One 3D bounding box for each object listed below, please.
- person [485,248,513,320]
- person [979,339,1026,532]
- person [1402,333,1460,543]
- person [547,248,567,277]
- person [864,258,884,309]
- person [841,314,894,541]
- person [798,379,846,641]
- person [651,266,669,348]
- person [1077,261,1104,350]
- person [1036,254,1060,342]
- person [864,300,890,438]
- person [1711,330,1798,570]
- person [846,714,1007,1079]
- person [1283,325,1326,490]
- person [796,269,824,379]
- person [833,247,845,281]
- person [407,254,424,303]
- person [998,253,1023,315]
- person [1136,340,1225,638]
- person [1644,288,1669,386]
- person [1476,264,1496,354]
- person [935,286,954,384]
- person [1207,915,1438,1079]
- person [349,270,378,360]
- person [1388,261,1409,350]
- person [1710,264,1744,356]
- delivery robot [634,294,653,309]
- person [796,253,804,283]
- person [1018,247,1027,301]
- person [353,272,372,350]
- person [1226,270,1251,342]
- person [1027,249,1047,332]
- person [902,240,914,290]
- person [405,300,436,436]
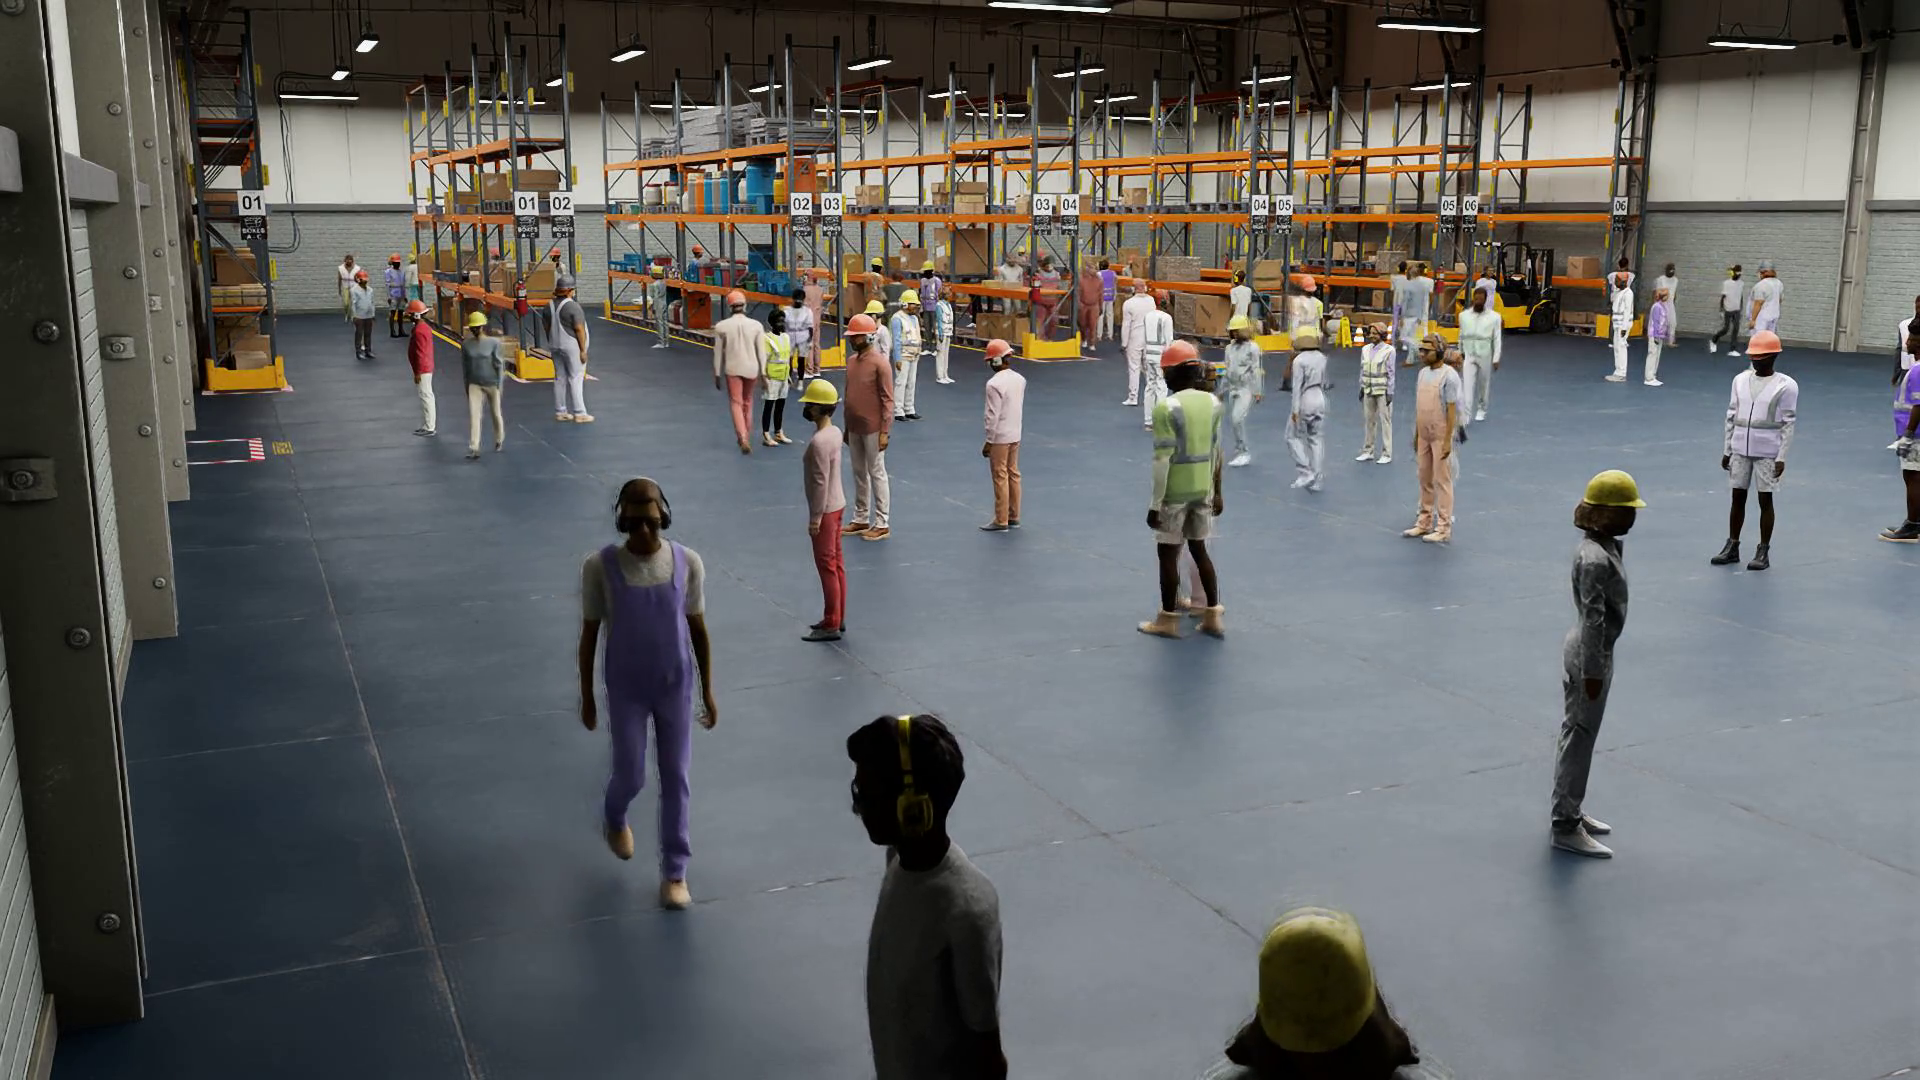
[{"bbox_3d":[-12.556,-6.928,45.042,1.107,1.930,0.621,7,13,33],"label":"person"},{"bbox_3d":[0.372,-0.949,15.103,0.333,1.745,0.559,7,13,30],"label":"person"},{"bbox_3d":[4.162,-0.899,14.624,0.339,1.839,0.505,-5,12,-22],"label":"person"},{"bbox_3d":[-9.713,-5.997,40.005,0.614,2.043,0.374,9,14,38],"label":"person"},{"bbox_3d":[-1.815,-5.081,35.669,0.392,1.917,0.589,-9,15,-40],"label":"person"},{"bbox_3d":[-0.840,-0.995,14.702,0.390,1.992,0.624,-9,14,-39],"label":"person"},{"bbox_3d":[-0.929,-0.202,11.249,0.296,1.772,0.533,1,11,7],"label":"person"},{"bbox_3d":[-6.453,-4.991,35.650,0.298,1.745,0.484,4,12,19],"label":"person"},{"bbox_3d":[2.724,-4.971,35.269,0.651,1.874,0.874,0,11,-2],"label":"person"},{"bbox_3d":[1.843,-5.069,35.291,0.698,2.000,0.542,-4,12,-19],"label":"person"},{"bbox_3d":[-1.078,-2.175,21.287,0.308,1.769,0.524,-7,13,-30],"label":"person"},{"bbox_3d":[6.446,-0.725,13.480,0.355,1.939,0.544,-9,14,-38],"label":"person"},{"bbox_3d":[-0.072,1.266,3.554,0.330,1.864,0.512,-4,12,-21],"label":"person"},{"bbox_3d":[3.608,-1.373,17.328,0.512,1.714,0.390,-7,13,-33],"label":"person"},{"bbox_3d":[-2.648,-3.774,29.054,0.409,1.909,0.643,5,12,23],"label":"person"},{"bbox_3d":[-3.623,-8.054,50.912,0.595,1.863,0.549,2,11,9],"label":"person"},{"bbox_3d":[-15.469,-7.279,47.375,0.507,1.718,0.565,8,14,34],"label":"person"},{"bbox_3d":[1.254,-6.097,40.892,0.659,1.892,0.417,-2,11,-10],"label":"person"},{"bbox_3d":[1.518,-0.316,11.238,0.625,2.033,0.624,-9,14,-38],"label":"person"},{"bbox_3d":[11.689,-3.405,27.892,0.313,1.632,0.522,7,13,32],"label":"person"},{"bbox_3d":[10.702,-4.686,33.845,0.514,1.845,0.339,-6,13,-27],"label":"person"},{"bbox_3d":[-0.268,-3.477,28.209,0.307,1.645,0.521,3,12,16],"label":"person"},{"bbox_3d":[0.646,1.450,2.962,0.506,1.720,0.445,2,11,10],"label":"person"},{"bbox_3d":[-11.769,-4.449,32.874,0.341,1.750,0.567,6,13,28],"label":"person"},{"bbox_3d":[9.301,-4.931,35.070,0.508,1.858,0.329,2,11,9],"label":"person"},{"bbox_3d":[15.611,-4.658,33.692,0.535,1.852,0.646,-4,12,-19],"label":"person"},{"bbox_3d":[-9.064,-6.873,48.007,0.477,0.478,0.707,9,14,37],"label":"delivery robot"},{"bbox_3d":[-5.023,-8.202,52.236,0.308,1.641,0.515,-3,11,-13],"label":"person"},{"bbox_3d":[2.018,-8.672,54.302,0.327,1.767,0.533,-2,11,-12],"label":"person"},{"bbox_3d":[-12.658,-4.840,35.148,0.314,1.642,0.515,0,11,-2],"label":"person"},{"bbox_3d":[4.979,-3.894,29.771,0.538,1.864,0.312,-8,14,-36],"label":"person"},{"bbox_3d":[1.879,-6.037,40.299,0.618,2.017,0.582,-7,13,-33],"label":"person"},{"bbox_3d":[-1.639,-8.311,51.788,0.394,2.034,0.605,5,12,24],"label":"person"},{"bbox_3d":[-7.004,-2.233,21.610,0.325,1.752,0.560,-2,11,-10],"label":"person"}]
